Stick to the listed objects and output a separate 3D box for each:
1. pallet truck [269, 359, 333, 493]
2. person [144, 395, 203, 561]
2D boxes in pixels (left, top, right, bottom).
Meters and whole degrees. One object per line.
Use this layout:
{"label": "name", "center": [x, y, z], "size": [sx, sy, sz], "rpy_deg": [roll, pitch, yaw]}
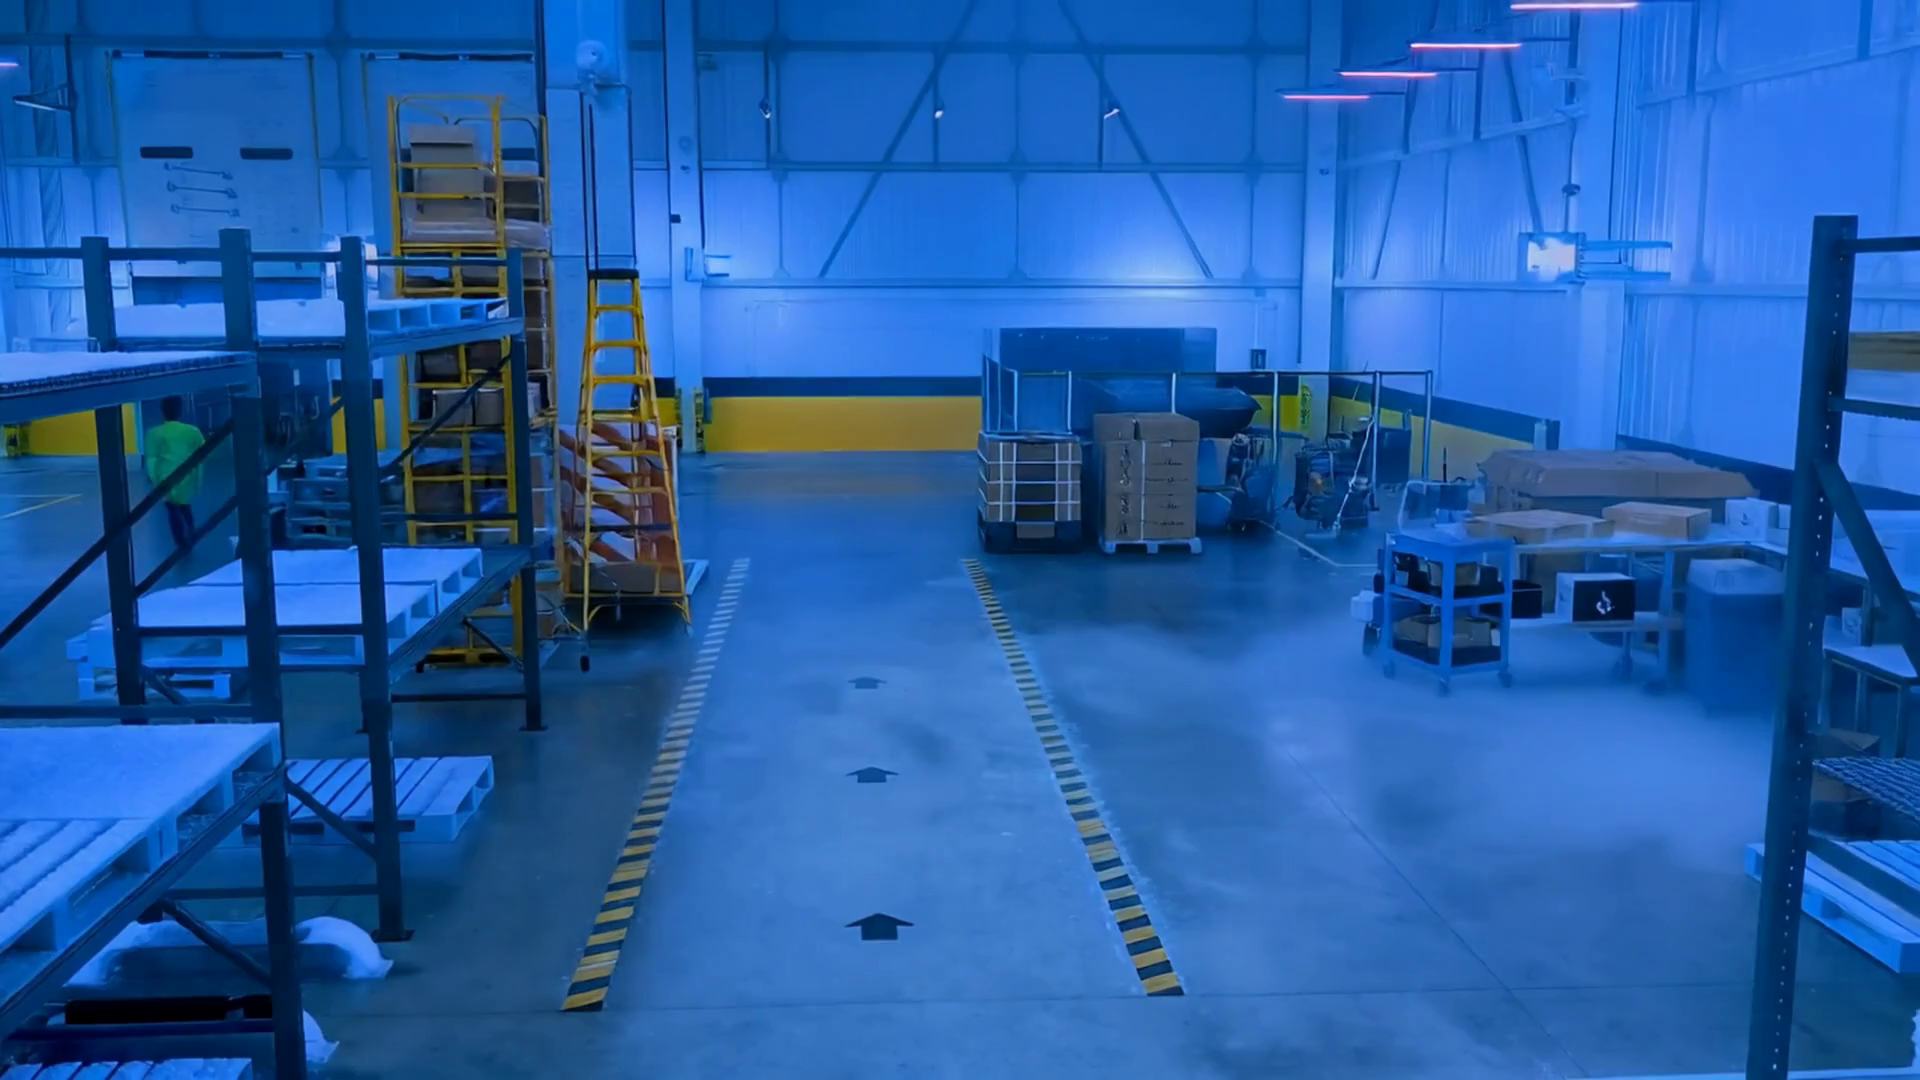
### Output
{"label": "pallet truck", "center": [-7.062, -1.131, 18.996], "size": [1.885, 1.965, 0.823], "rpy_deg": [2, 9, 13]}
{"label": "person", "center": [-7.999, -0.638, 16.921], "size": [0.594, 1.675, 0.546], "rpy_deg": [8, 12, 40]}
